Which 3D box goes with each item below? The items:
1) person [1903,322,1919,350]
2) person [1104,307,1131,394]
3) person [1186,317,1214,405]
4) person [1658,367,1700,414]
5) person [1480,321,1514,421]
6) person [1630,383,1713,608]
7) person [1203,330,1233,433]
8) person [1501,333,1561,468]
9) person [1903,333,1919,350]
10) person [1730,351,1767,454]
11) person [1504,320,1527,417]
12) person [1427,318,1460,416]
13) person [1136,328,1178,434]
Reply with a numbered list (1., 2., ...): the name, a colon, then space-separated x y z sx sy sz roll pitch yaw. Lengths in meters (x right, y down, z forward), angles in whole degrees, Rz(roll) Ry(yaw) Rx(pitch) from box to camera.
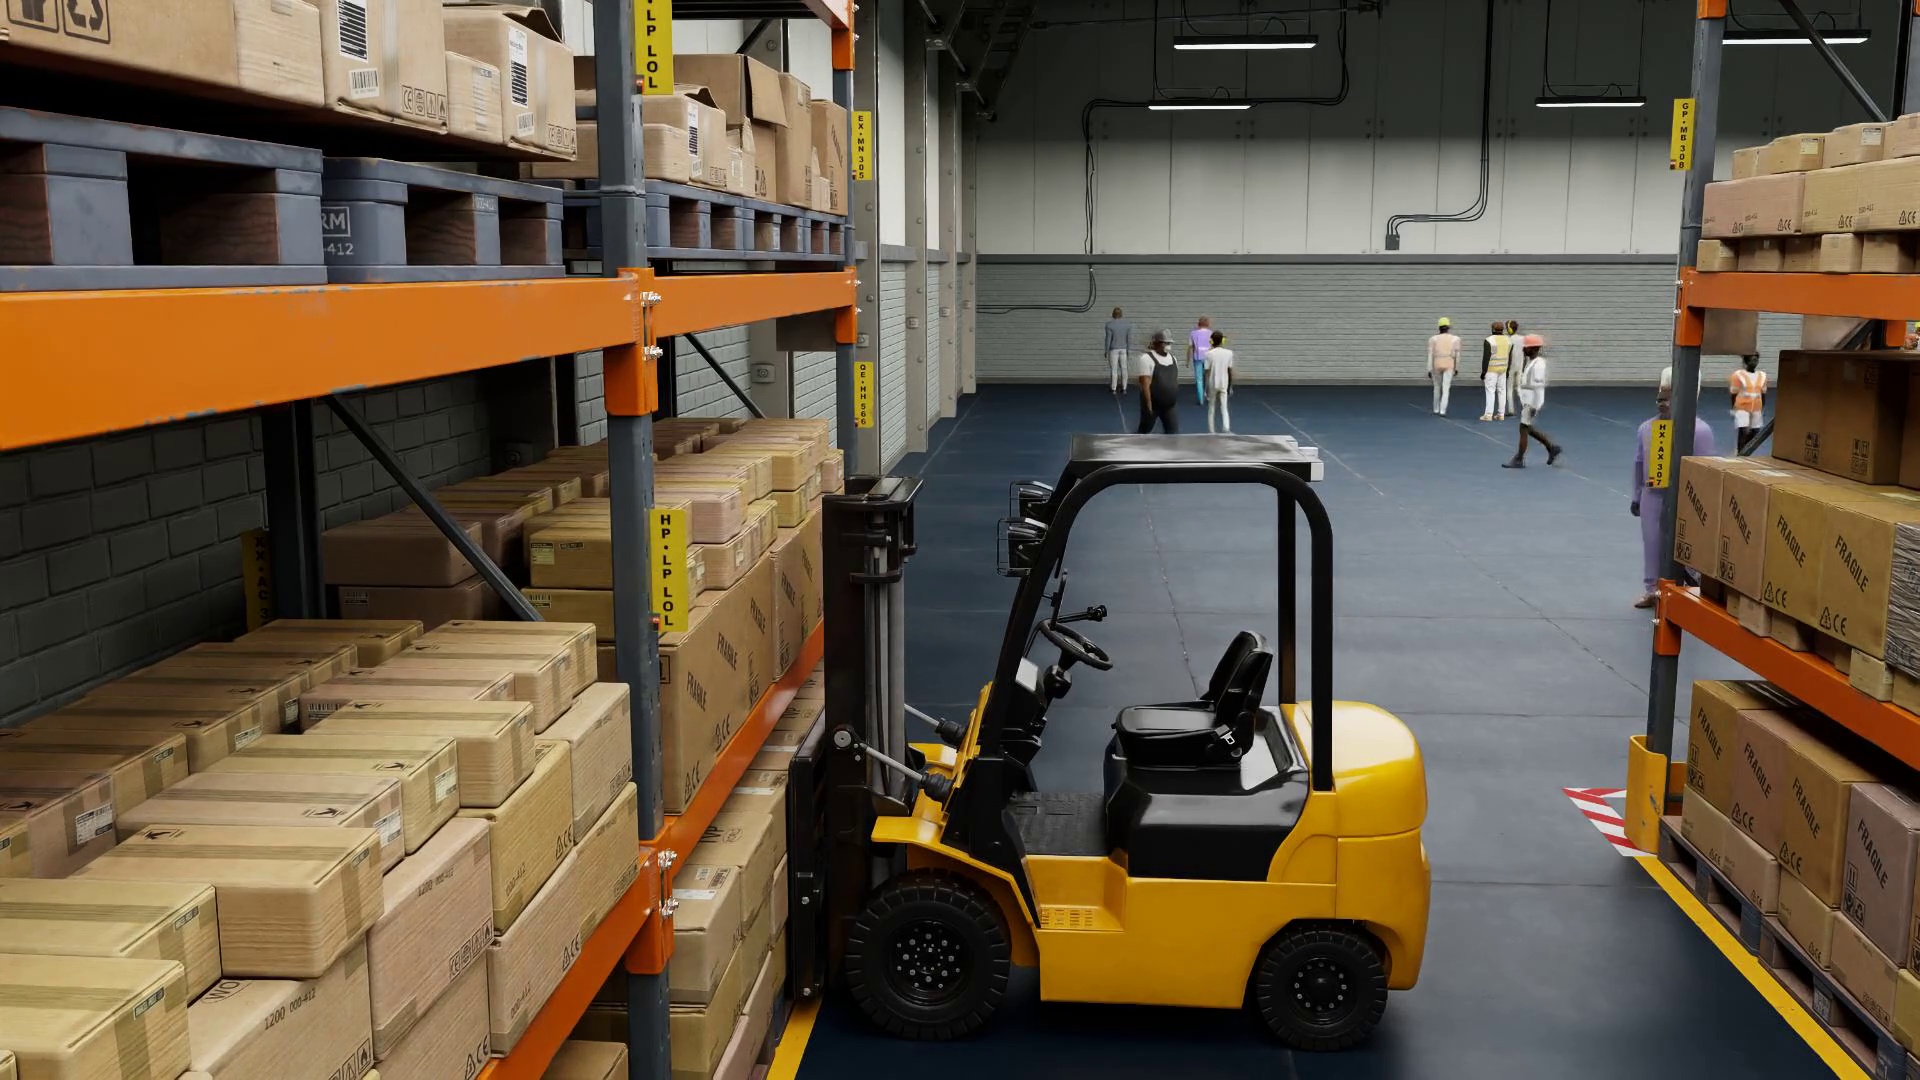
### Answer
1. person: 19.339 -3.567 33.555 0.708 1.812 0.599 -8 12 -41
2. person: 3.530 -4.242 37.277 0.627 1.934 0.371 -3 10 -18
3. person: 4.984 -3.695 34.375 0.578 1.793 0.946 -1 9 -5
4. person: 10.352 -1.934 23.960 0.515 1.710 0.958 5 11 29
5. person: 9.901 -3.124 30.775 0.635 1.842 0.429 -3 10 -20
6. person: 5.925 -0.362 13.878 0.508 1.897 0.662 -7 12 -38
7. person: 4.135 -2.438 26.604 0.519 1.847 0.815 0 9 0
8. person: 8.119 -1.960 23.498 0.781 1.917 0.561 1 9 8
9. person: 14.587 -2.262 25.615 1.013 1.831 0.588 -3 10 -16
10. person: 11.188 -1.873 23.684 0.540 1.682 0.540 0 9 -2
11. person: 10.468 -3.217 31.313 0.551 1.848 0.579 -2 10 -10
12. person: 9.235 -3.311 31.804 0.587 1.879 0.997 3 10 17
13. person: 2.797 -2.016 23.459 0.680 2.000 1.010 -5 10 -27
